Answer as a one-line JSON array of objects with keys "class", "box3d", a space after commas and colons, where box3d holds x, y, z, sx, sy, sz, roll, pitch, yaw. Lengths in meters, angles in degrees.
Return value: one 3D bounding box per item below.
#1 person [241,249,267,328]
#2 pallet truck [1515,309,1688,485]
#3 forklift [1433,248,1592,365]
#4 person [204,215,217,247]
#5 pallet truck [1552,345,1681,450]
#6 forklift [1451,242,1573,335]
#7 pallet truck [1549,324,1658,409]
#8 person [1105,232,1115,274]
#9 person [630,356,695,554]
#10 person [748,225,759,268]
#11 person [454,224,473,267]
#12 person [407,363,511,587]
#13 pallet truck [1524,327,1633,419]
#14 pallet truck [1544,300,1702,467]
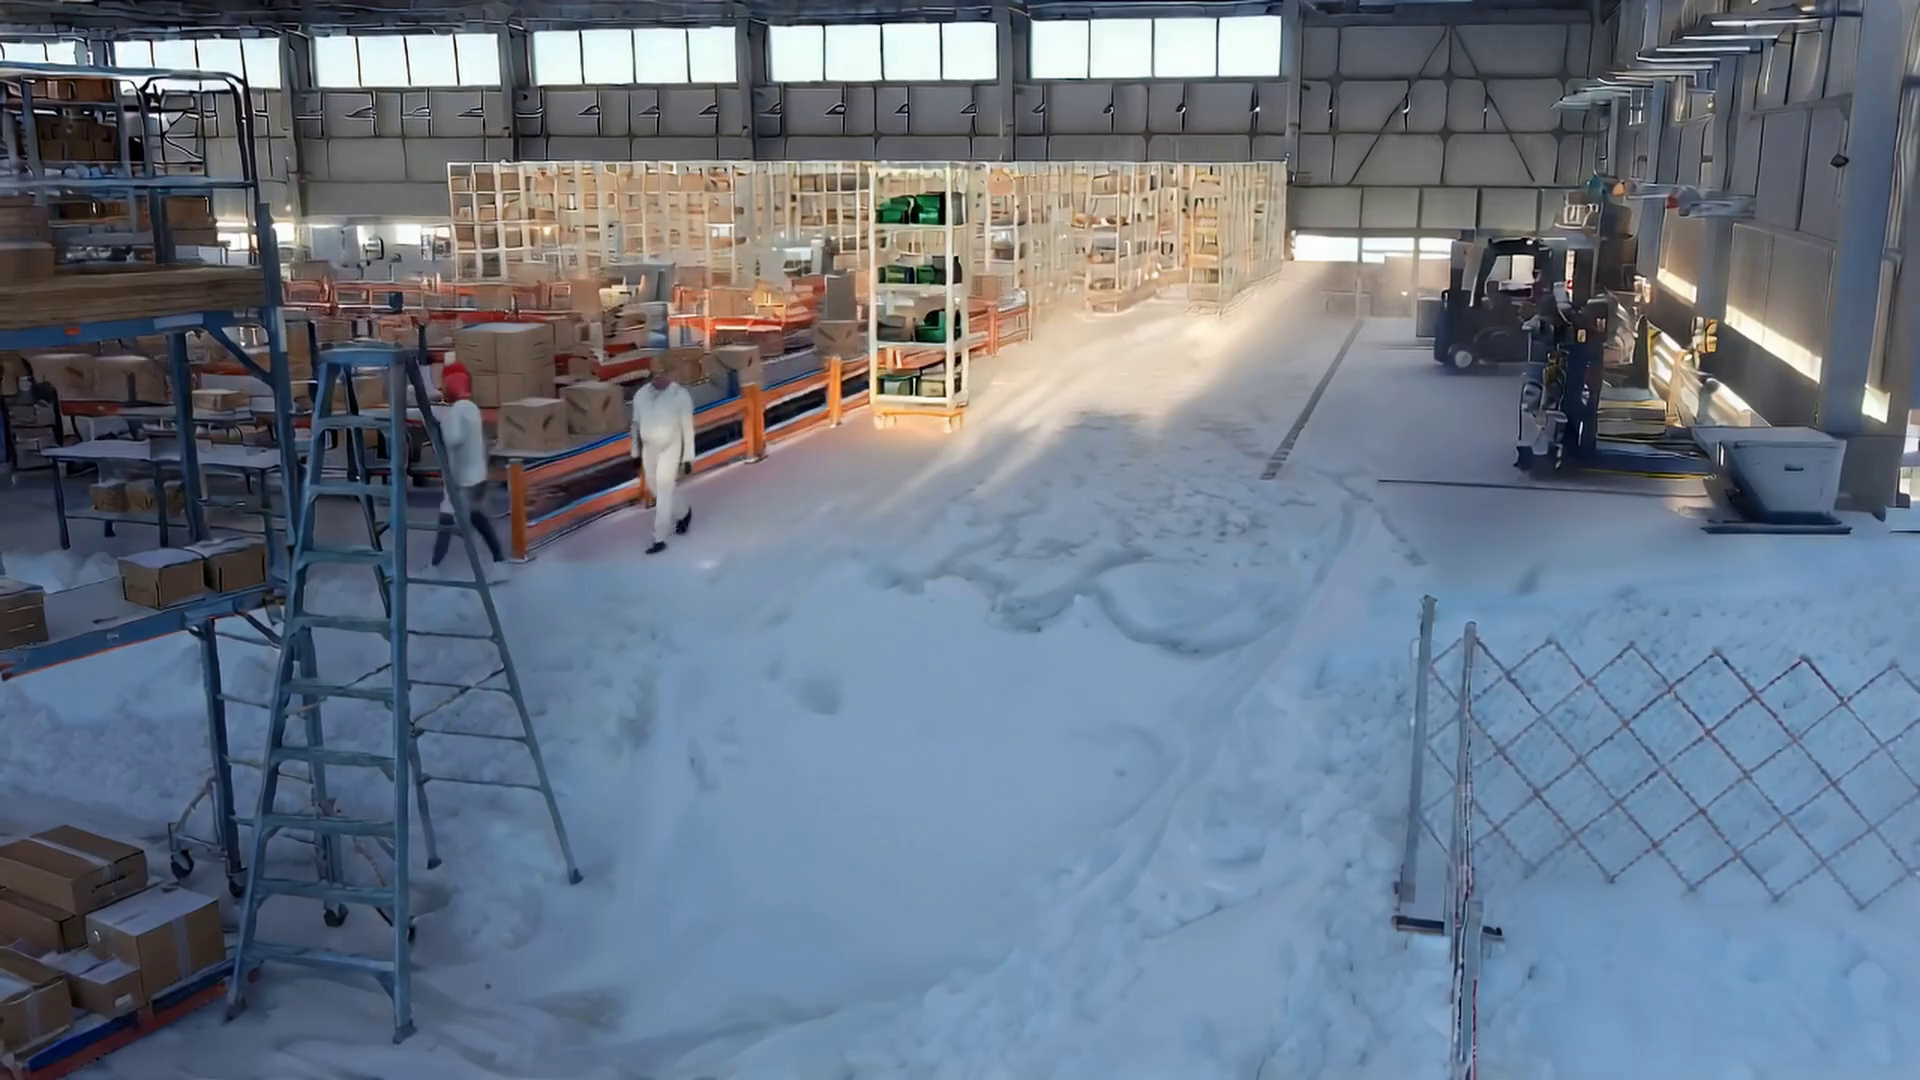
[{"class": "person", "box3d": [-15.664, -5.542, 36.681, 0.798, 1.732, 0.543, 2, 13, 7]}, {"class": "pallet truck", "box3d": [7.554, -1.677, 19.446, 1.885, 1.965, 0.823, 3, 13, 14]}, {"class": "forklift", "box3d": [9.780, -4.111, 29.280, 2.680, 1.987, 1.157, 3, 13, 14]}, {"class": "person", "box3d": [-23.046, -9.056, 51.440, 0.980, 1.937, 0.636, -6, 15, -26]}, {"class": "pallet truck", "box3d": [8.641, -1.896, 21.908, 1.630, 1.274, 0.653, 4, 14, 16]}, {"class": "forklift", "box3d": [10.464, -4.597, 31.405, 2.680, 1.987, 1.157, 4, 14, 16]}, {"class": "pallet truck", "box3d": [9.824, -2.669, 25.407, 1.601, 1.201, 0.680, 4, 14, 16]}, {"class": "person", "box3d": [4.355, -8.239, 48.131, 0.390, 1.841, 0.566, 4, 14, 17]}, {"class": "person", "box3d": [-2.876, -0.866, 16.211, 0.646, 1.881, 0.868, 6, 14, 25]}, {"class": "person", "box3d": [-6.375, -8.806, 50.694, 0.895, 1.800, 0.601, 2, 13, 11]}, {"class": "person", "box3d": [-15.446, -9.123, 51.828, 0.635, 1.905, 0.998, -6, 14, -23]}, {"class": "person", "box3d": [-4.441, -0.558, 14.679, 0.998, 1.964, 0.671, 1, 13, 5]}, {"class": "pallet truck", "box3d": [9.065, -2.460, 24.370, 1.522, 1.261, 0.704, 3, 13, 14]}, {"class": "pallet truck", "box3d": [8.263, -1.952, 20.631, 1.885, 1.965, 0.823, 5, 14, 20]}]
